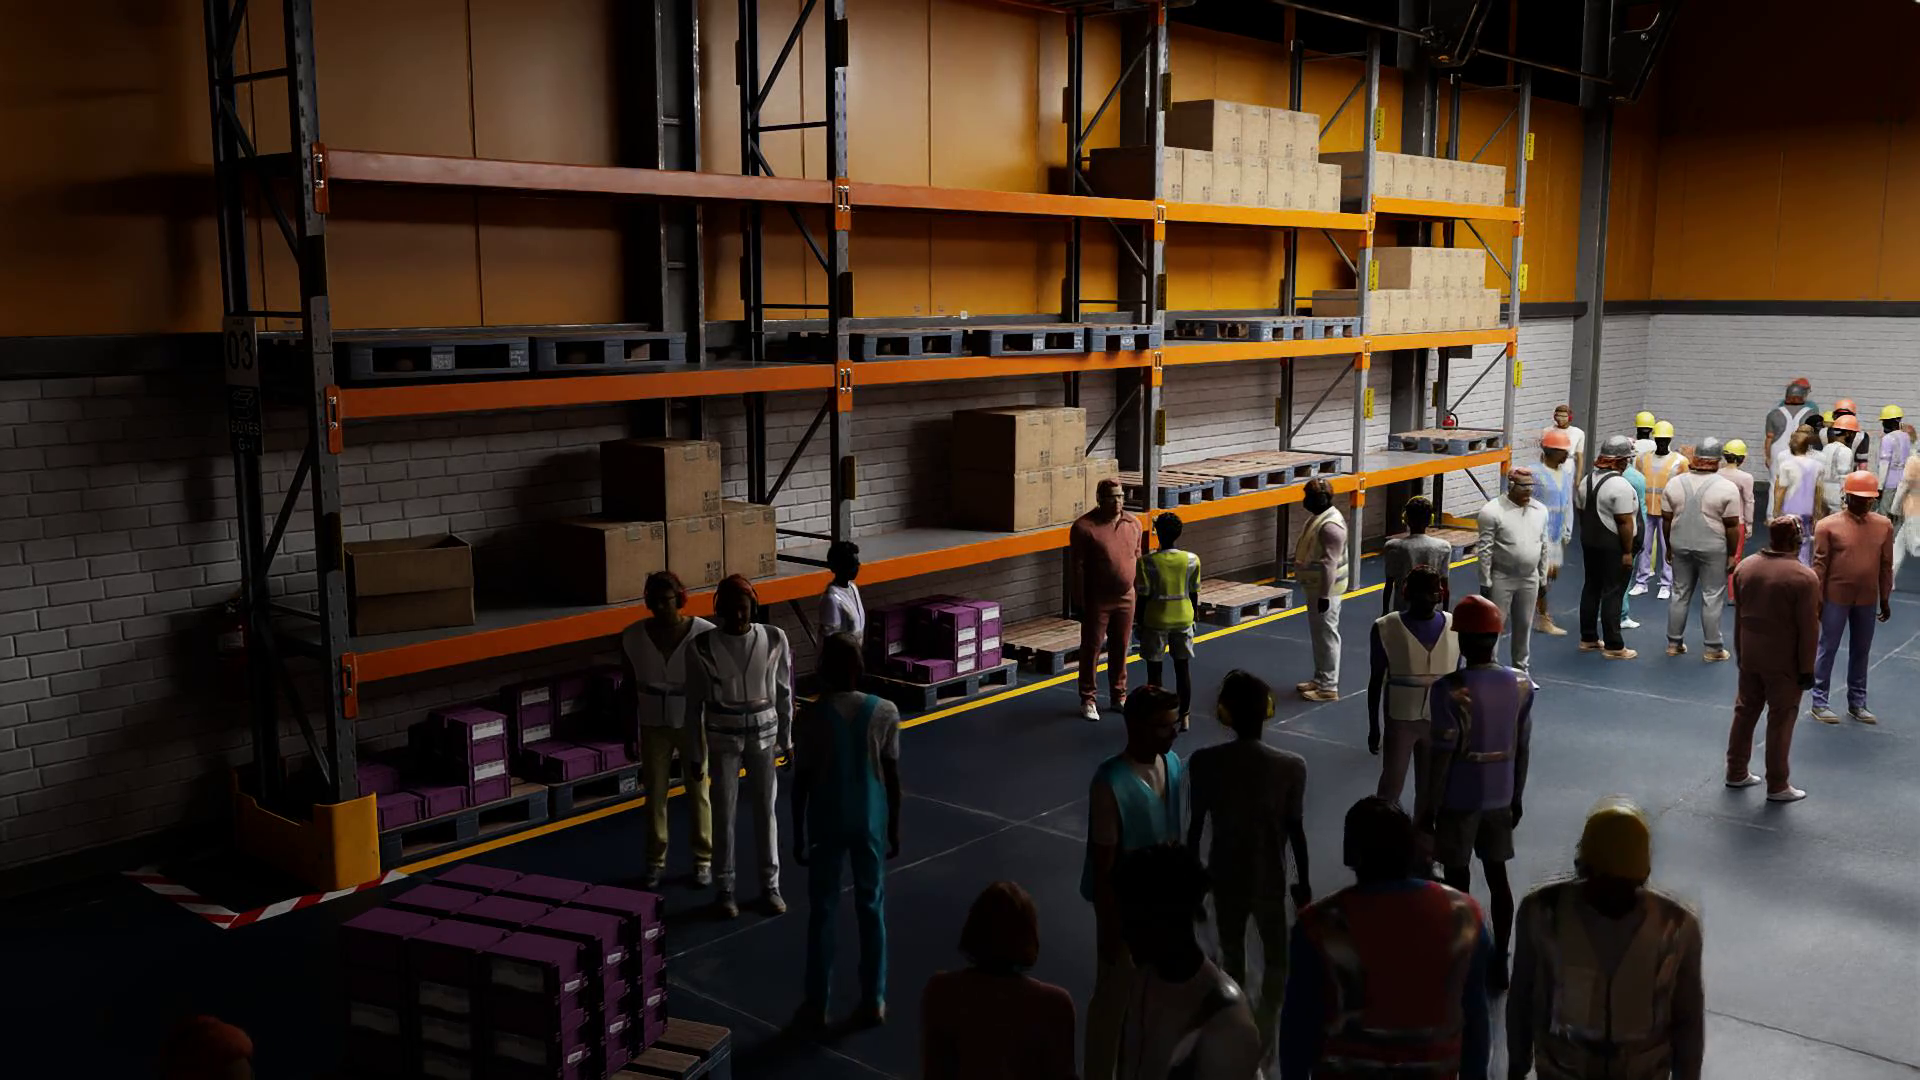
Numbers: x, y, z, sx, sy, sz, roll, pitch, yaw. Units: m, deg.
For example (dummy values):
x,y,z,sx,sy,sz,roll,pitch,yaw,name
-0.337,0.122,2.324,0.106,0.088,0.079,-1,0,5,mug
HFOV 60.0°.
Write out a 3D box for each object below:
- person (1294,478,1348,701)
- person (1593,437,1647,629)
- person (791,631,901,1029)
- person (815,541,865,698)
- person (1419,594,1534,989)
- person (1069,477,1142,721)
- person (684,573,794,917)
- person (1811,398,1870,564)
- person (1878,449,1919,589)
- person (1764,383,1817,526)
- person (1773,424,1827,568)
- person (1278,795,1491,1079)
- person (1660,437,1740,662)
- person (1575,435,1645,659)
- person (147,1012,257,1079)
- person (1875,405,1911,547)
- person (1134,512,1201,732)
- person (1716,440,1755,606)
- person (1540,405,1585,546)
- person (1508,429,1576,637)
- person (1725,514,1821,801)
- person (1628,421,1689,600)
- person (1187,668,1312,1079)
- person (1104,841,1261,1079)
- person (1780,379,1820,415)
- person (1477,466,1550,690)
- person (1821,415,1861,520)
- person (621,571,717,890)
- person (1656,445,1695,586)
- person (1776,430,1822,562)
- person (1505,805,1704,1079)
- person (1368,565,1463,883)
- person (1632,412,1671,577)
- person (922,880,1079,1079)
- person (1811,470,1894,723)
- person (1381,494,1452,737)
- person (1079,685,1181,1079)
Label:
x,y,z,sx,sy,sz,roll,pitch,yaw,name
2.957,0.403,13.671,0.432,1.836,0.619,0,9,-1,person
6.544,-0.073,16.519,0.399,1.899,0.649,-5,10,-27,person
-0.524,1.329,7.661,0.514,1.838,0.340,-2,9,-16,person
-0.813,0.838,11.314,0.321,1.690,0.537,2,9,12,person
2.468,1.222,8.034,0.551,1.932,0.377,-3,9,-17,person
1.174,0.457,13.062,0.645,1.908,0.408,-4,10,-26,person
-1.188,1.105,8.984,0.588,1.878,0.371,-3,9,-19,person
10.594,-0.692,20.082,0.613,2.033,0.411,5,10,29,person
10.536,-0.320,18.237,0.598,1.852,0.855,-6,11,-36,person
11.628,-1.194,23.279,0.677,2.000,0.535,4,10,25,person
9.418,-0.383,18.684,0.508,1.842,0.336,3,9,21,person
1.317,1.708,5.216,0.664,1.833,0.433,-1,9,-6,person
6.757,0.072,15.113,0.538,2.000,0.690,-8,12,-42,person
5.984,0.054,15.231,0.535,2.000,0.674,-2,9,-14,person
-1.604,1.935,3.607,0.355,1.882,0.580,5,10,28,person
11.479,-0.709,20.561,0.592,1.917,0.402,-7,11,-38,person
1.566,0.633,12.605,0.535,1.697,0.318,-2,9,-16,person
8.158,-0.182,17.634,0.314,1.768,0.527,-6,11,-36,person
7.855,-0.848,21.718,0.382,1.836,0.563,-9,12,-44,person
5.675,-0.097,16.306,0.631,2.021,0.775,-6,11,-33,person
5.440,0.771,11.085,0.398,1.900,0.641,-4,10,-22,person
7.561,-0.324,18.027,0.593,1.928,0.362,8,12,43,person
1.217,1.442,6.905,0.568,1.844,0.385,4,10,22,person
0.548,1.773,4.552,0.954,1.906,0.628,-3,9,-21,person
13.177,-1.576,26.164,0.598,1.914,1.076,7,11,38,person
4.643,0.325,13.938,0.643,1.902,0.399,-2,9,-12,person
10.012,-0.465,18.959,0.389,1.925,0.549,1,9,4,person
-1.614,1.063,9.396,0.565,1.834,0.400,0,9,1,person
8.145,-0.260,18.606,0.488,1.617,0.515,0,9,-1,person
9.084,-0.267,17.998,0.516,1.830,0.577,-2,9,-12,person
2.092,1.708,5.436,0.592,1.786,0.935,2,9,15,person
2.592,1.043,9.482,0.571,1.841,0.373,-1,9,-9,person
7.904,-0.523,19.302,0.591,1.930,0.357,2,9,11,person
0.100,1.839,5.065,0.507,1.612,0.588,4,10,25,person
6.919,0.444,12.903,0.614,1.987,0.408,0,9,-1,person
3.361,0.593,12.306,0.514,1.872,0.328,1,9,5,person
0.693,1.475,6.739,0.392,1.836,0.561,6,11,35,person
